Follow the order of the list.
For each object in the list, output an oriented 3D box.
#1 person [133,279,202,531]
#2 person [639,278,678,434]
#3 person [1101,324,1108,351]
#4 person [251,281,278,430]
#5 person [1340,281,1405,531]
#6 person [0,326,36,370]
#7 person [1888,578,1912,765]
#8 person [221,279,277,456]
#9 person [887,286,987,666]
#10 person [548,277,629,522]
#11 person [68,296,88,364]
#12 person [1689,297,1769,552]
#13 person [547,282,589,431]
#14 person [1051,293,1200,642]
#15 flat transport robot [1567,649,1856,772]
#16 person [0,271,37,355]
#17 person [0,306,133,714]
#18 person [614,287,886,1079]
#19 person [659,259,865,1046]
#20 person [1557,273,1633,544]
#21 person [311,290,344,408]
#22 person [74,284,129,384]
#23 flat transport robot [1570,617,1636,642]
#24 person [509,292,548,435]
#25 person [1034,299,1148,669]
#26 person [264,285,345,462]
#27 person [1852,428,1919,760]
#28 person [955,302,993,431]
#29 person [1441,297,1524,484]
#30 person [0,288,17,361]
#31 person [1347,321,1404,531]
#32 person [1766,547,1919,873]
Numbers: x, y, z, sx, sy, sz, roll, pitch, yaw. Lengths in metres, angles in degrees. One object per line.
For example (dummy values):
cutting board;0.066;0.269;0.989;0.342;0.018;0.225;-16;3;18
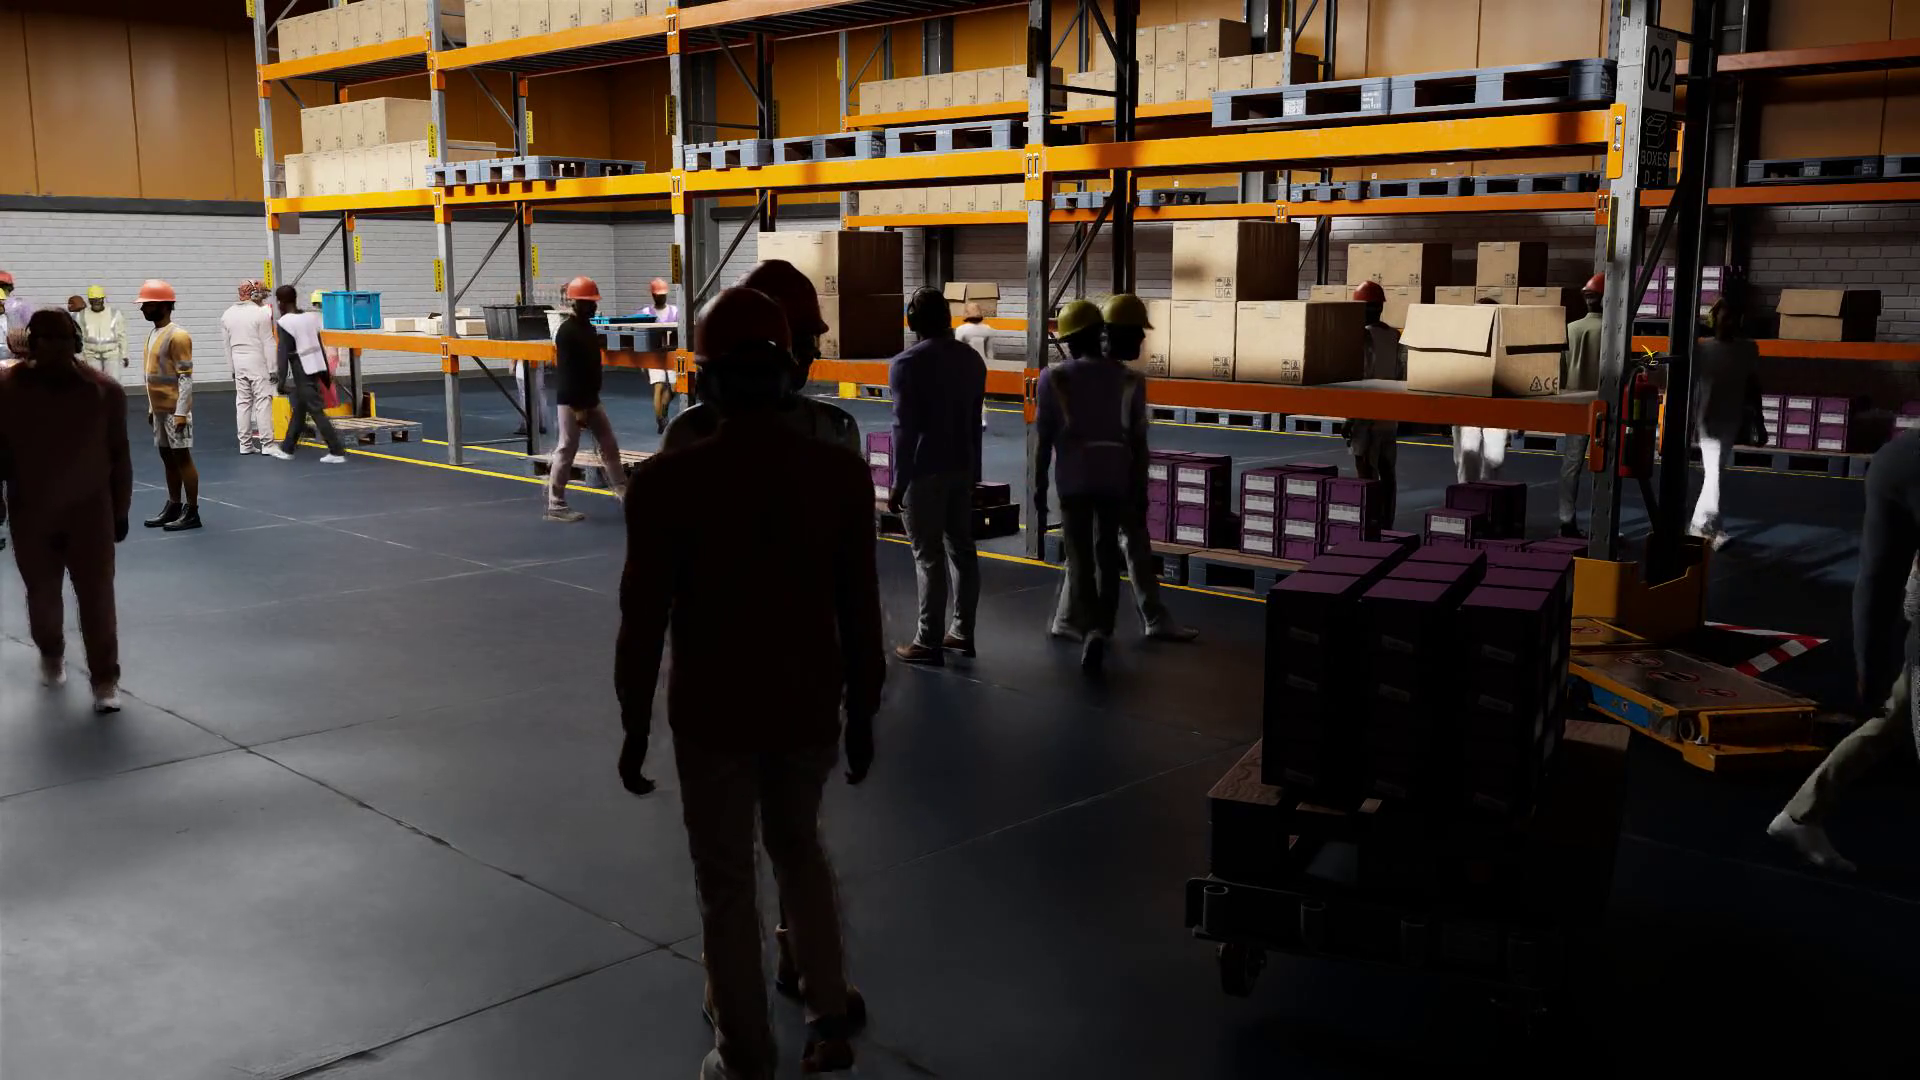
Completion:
person;-6.146;-1.037;12.883;0.543;1.939;0.361;8;12;39
person;-3.684;-2.265;20.471;0.561;1.916;0.581;-5;10;-28
person;1.894;-2.067;19.962;0.320;1.694;0.534;-7;11;-35
person;-8.720;-2.268;20.666;0.586;1.858;0.730;1;9;9
person;3.046;-0.957;12.412;0.543;1.932;0.376;-7;11;-35
person;-7.079;-0.825;12.653;0.541;1.600;0.870;-7;11;-35
person;3.992;0.146;6.611;0.580;1.617;0.543;-7;11;-36
person;-7.648;-1.862;18.044;0.639;1.908;0.409;3;10;20
person;-0.129;-0.321;8.517;0.379;1.933;0.629;9;13;44
person;-2.878;-1.094;13.194;0.979;1.945;0.638;2;10;14
person;-13.131;-2.840;24.893;0.281;1.627;0.505;3;10;16
person;5.519;-0.834;12.015;0.516;1.819;0.986;0;9;-1
person;-4.765;-2.228;20.436;0.638;1.869;0.919;-2;9;-9
person;0.867;-0.369;8.928;0.785;1.889;0.607;3;10;19
flat transport robot;3.179;0.708;7.285;0.652;0.197;1.431;-2;9;-9
person;-12.810;-2.611;22.393;0.619;1.995;1.038;-2;9;-10
person;-4.240;-0.168;7.822;0.645;1.862;0.997;-5;11;-30
person;-0.508;0.401;3.948;0.617;1.982;0.433;-5;11;-30
person;-0.479;0.297;4.381;0.605;2.045;0.377;-8;12;-41
person;4.671;-0.957;12.245;0.392;1.988;0.608;-7;11;-35
person;-8.440;-2.423;21.990;0.535;1.748;0.582;1;9;8
person;-11.318;-2.452;21.931;0.624;1.815;0.429;-4;10;-23
flat transport robot;2.740;0.551;8.248;1.431;0.197;0.652;-2;9;-9
person;-5.281;-2.167;20.341;0.308;1.769;0.525;9;13;44
person;0.692;-0.300;8.572;0.584;1.879;0.888;-2;9;-12
person;-6.882;-1.729;17.380;0.948;1.853;0.637;1;9;9
person;2.778;0.344;4.523;0.649;1.902;0.883;4;10;25
person;0.150;-2.095;20.359;0.501;1.620;0.356;-5;10;-27
person;3.998;-0.957;12.775;0.643;1.813;0.761;2;9;13
person;-11.333;-2.086;19.640;0.404;1.833;0.592;3;10;19
person;3.103;-0.816;12.440;0.511;1.641;0.309;-7;12;-37
person;3.192;0.258;5.377;1.003;1.820;0.530;5;10;28
